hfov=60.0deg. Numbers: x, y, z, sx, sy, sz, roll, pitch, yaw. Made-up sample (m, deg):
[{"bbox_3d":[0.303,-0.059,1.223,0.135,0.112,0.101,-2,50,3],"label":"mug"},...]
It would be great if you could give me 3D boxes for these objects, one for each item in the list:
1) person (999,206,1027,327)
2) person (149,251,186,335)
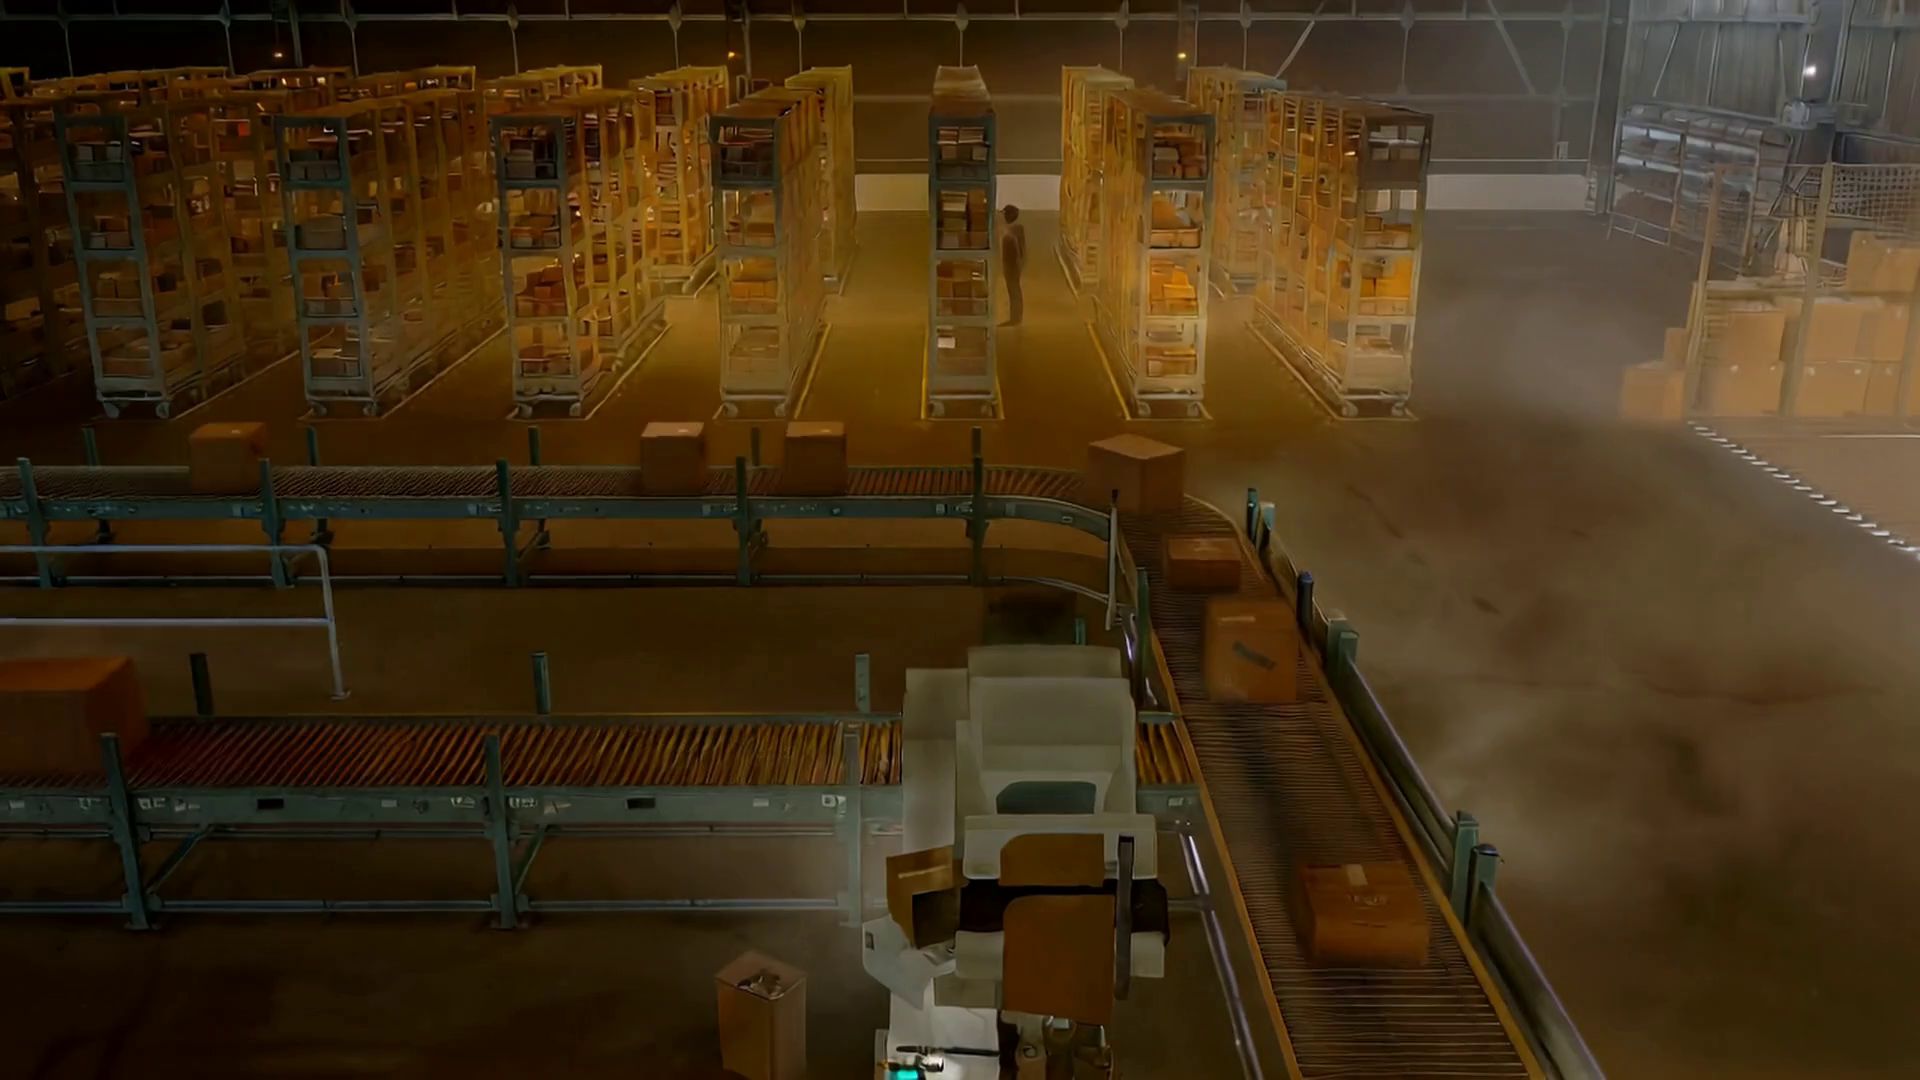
[{"bbox_3d":[0.833,-4.215,25.656,0.387,1.840,0.568,7,19,20],"label":"person"},{"bbox_3d":[-10.935,-3.363,23.112,0.854,1.790,0.602,11,21,30],"label":"person"}]
